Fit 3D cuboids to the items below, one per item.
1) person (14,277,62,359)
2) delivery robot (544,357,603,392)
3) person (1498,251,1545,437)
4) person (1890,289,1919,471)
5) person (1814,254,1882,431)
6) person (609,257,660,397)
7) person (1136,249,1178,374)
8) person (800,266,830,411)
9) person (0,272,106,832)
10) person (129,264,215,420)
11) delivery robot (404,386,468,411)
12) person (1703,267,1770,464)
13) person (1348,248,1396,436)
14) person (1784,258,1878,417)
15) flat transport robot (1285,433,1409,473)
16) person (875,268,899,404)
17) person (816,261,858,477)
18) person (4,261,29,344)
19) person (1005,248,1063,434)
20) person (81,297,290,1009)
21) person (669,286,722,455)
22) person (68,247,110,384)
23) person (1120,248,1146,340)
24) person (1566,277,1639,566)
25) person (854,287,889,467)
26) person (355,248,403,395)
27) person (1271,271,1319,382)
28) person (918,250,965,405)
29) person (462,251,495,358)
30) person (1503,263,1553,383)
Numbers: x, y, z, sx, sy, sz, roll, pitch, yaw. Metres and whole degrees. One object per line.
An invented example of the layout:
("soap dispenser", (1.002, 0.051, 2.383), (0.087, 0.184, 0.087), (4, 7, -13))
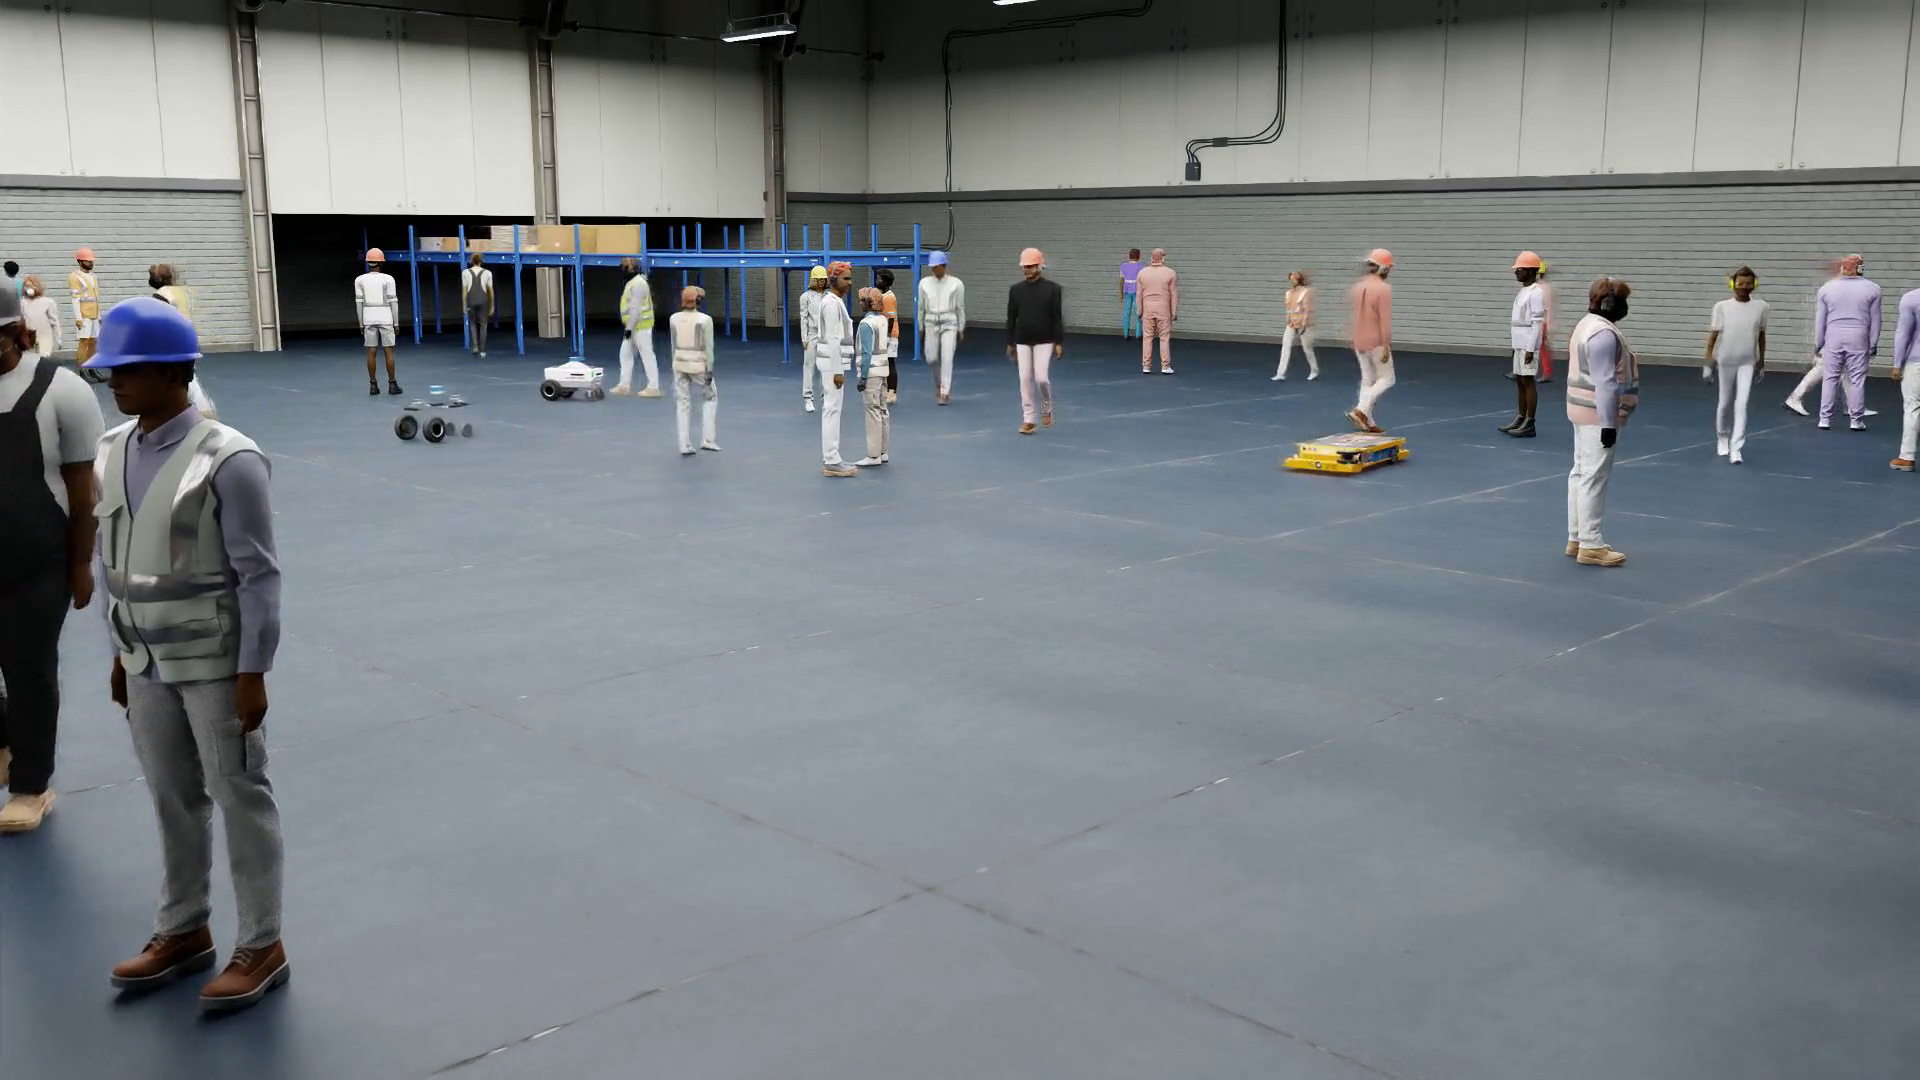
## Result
("person", (-11.776, -2.565, 21.248), (0.517, 1.591, 0.857), (-2, 11, -9))
("delivery robot", (-5.004, -2.130, 21.557), (0.707, 0.478, 0.477), (2, 11, 12))
("person", (5.961, -2.068, 17.580), (0.360, 1.939, 0.543), (0, 10, 1))
("person", (8.766, -1.593, 15.036), (0.628, 1.928, 0.384), (0, 10, 1))
("person", (9.670, -2.150, 18.132), (0.637, 1.904, 0.403), (7, 12, 32))
("person", (-4.325, -2.783, 21.821), (0.773, 1.809, 0.646), (-4, 11, -20))
("person", (3.027, -3.497, 25.471), (0.649, 1.904, 0.401), (4, 11, 20))
("person", (-1.701, -2.441, 20.151), (0.487, 1.744, 0.294), (-7, 12, -32))
("person", (-3.400, 0.045, 5.896), (0.706, 2.000, 0.572), (-2, 11, -10))
("person", (-8.936, -2.215, 18.788), (0.950, 1.798, 0.641), (-1, 10, -8))
("delivery robot", (-5.482, -1.495, 17.387), (0.335, 0.223, 0.698), (6, 12, 30))
("person", (7.330, -1.669, 15.739), (0.538, 1.826, 0.980), (4, 11, 20))
("person", (4.334, -2.068, 17.486), (0.509, 1.970, 0.625), (-5, 11, -24))
("person", (10.258, -2.380, 19.511), (0.992, 1.866, 0.634), (4, 11, 21))
("flat transport robot", (3.611, -0.819, 15.440), (0.652, 0.197, 1.431), (7, 13, 34))
("person", (-0.937, -2.570, 20.981), (0.318, 1.697, 0.535), (-3, 11, -16))
("person", (-1.097, -1.526, 14.774), (0.359, 1.884, 0.573), (-1, 10, -3))
("person", (-15.102, -3.603, 26.612), (0.321, 1.697, 0.529), (6, 12, 28))
("person", (0.778, -2.124, 17.778), (0.641, 1.974, 0.446), (5, 11, 24))
("person", (-2.122, 0.315, 4.561), (0.605, 1.948, 0.406), (5, 11, 25))
("person", (-2.563, -1.638, 16.090), (0.531, 1.618, 0.553), (4, 11, 22))
("person", (-12.513, -3.228, 23.914), (0.376, 1.935, 0.550), (1, 10, 6))
("person", (3.528, -5.013, 33.902), (0.567, 1.841, 0.377), (5, 11, 25))
("person", (4.168, -0.779, 10.820), (0.429, 1.843, 0.628), (2, 11, 8))
("person", (-0.802, -1.500, 15.303), (0.307, 1.640, 0.519), (3, 11, 16))
("person", (-7.769, -2.921, 22.235), (0.543, 1.940, 0.361), (0, 10, -2))
("person", (4.942, -3.117, 24.222), (0.840, 1.600, 0.519), (-8, 13, -36))
("person", (-0.225, -2.683, 20.976), (0.621, 1.920, 0.578), (2, 11, 9))
("person", (-8.396, -4.112, 29.034), (0.534, 1.822, 0.641), (-2, 11, -13))
("person", (8.145, -3.092, 23.732), (0.880, 1.718, 0.552), (-2, 11, -12))
